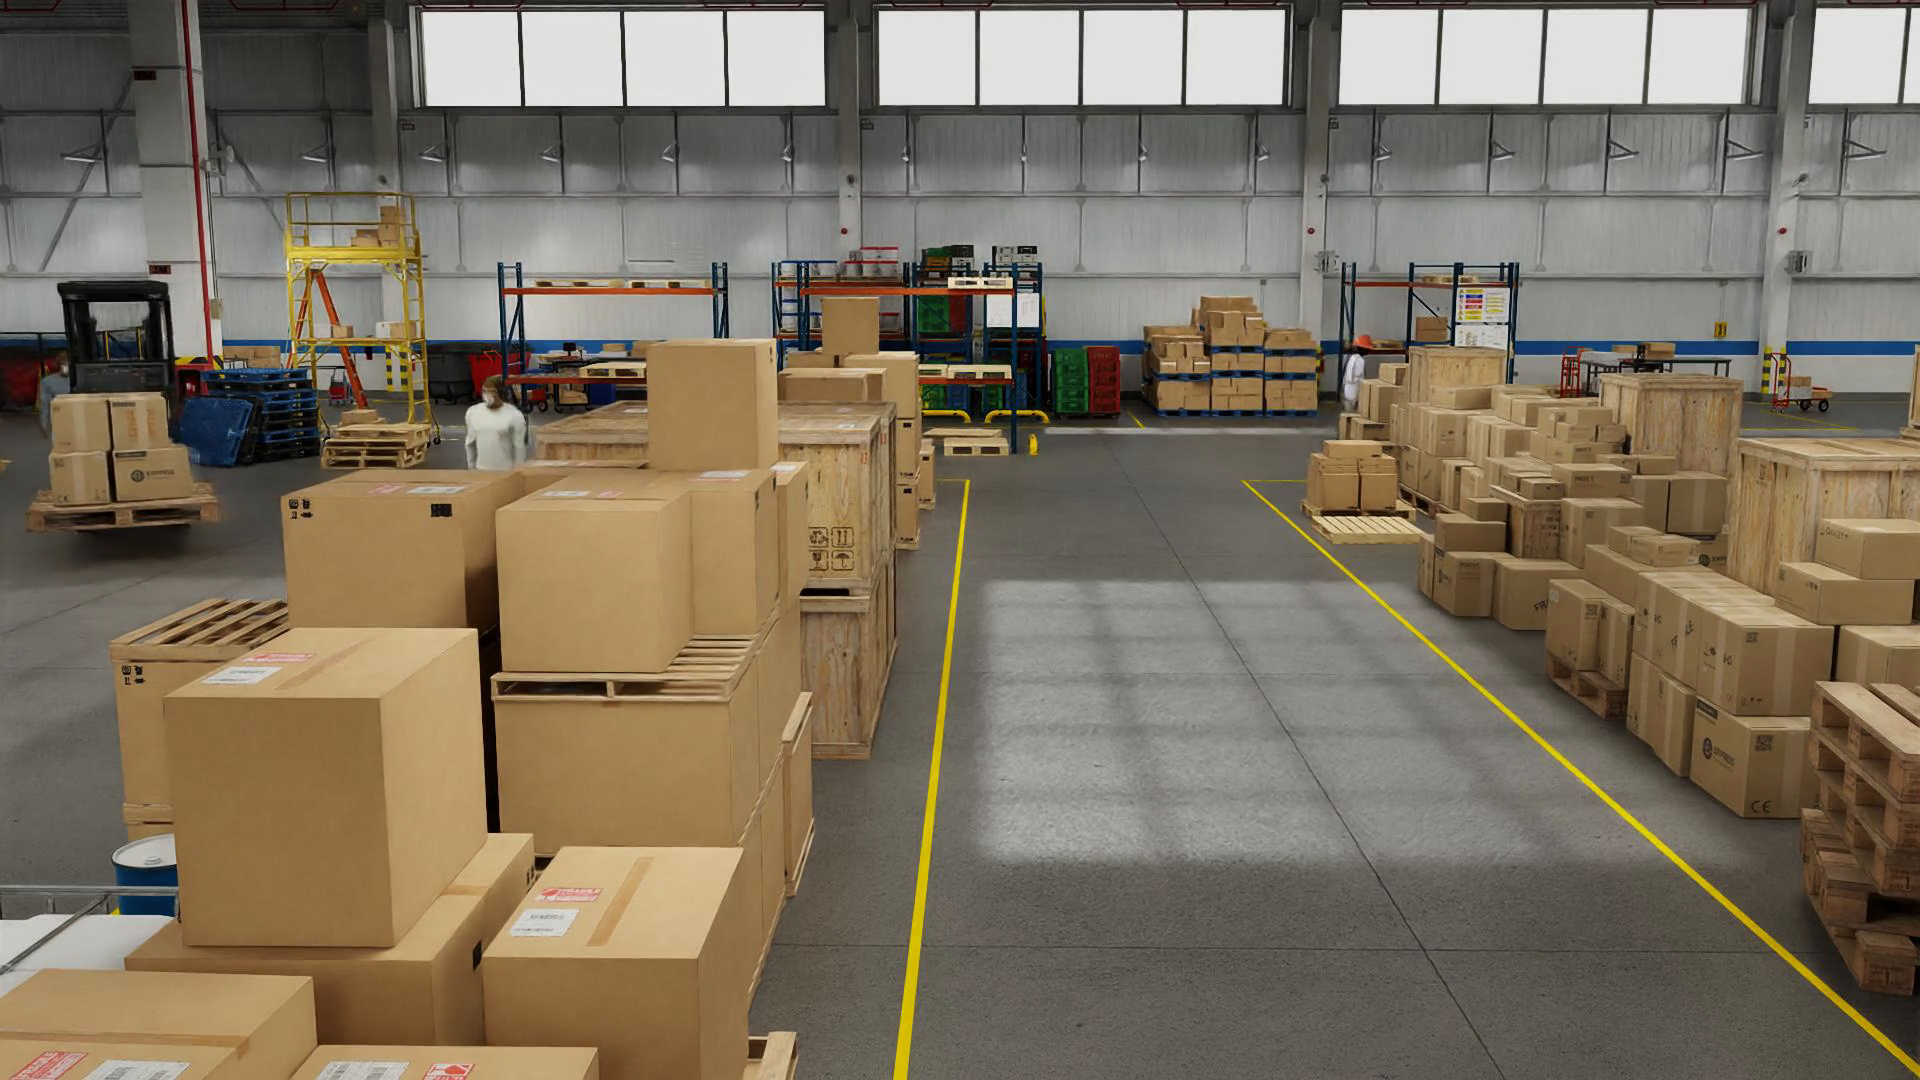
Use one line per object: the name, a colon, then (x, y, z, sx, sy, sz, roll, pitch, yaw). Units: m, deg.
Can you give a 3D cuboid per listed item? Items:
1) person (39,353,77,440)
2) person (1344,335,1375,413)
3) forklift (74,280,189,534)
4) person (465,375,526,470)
person: (-11.324, -1.427, 21.157, 0.655, 1.880, 1.031, -5, 11, -27)
person: (6.239, -2.264, 26.091, 0.477, 1.905, 0.590, -1, 10, -8)
forklift: (-9.647, -1.604, 19.243, 1.129, 2.768, 1.873, -4, 10, -24)
person: (-4.611, -0.667, 16.486, 0.657, 1.925, 0.439, 2, 10, 11)
